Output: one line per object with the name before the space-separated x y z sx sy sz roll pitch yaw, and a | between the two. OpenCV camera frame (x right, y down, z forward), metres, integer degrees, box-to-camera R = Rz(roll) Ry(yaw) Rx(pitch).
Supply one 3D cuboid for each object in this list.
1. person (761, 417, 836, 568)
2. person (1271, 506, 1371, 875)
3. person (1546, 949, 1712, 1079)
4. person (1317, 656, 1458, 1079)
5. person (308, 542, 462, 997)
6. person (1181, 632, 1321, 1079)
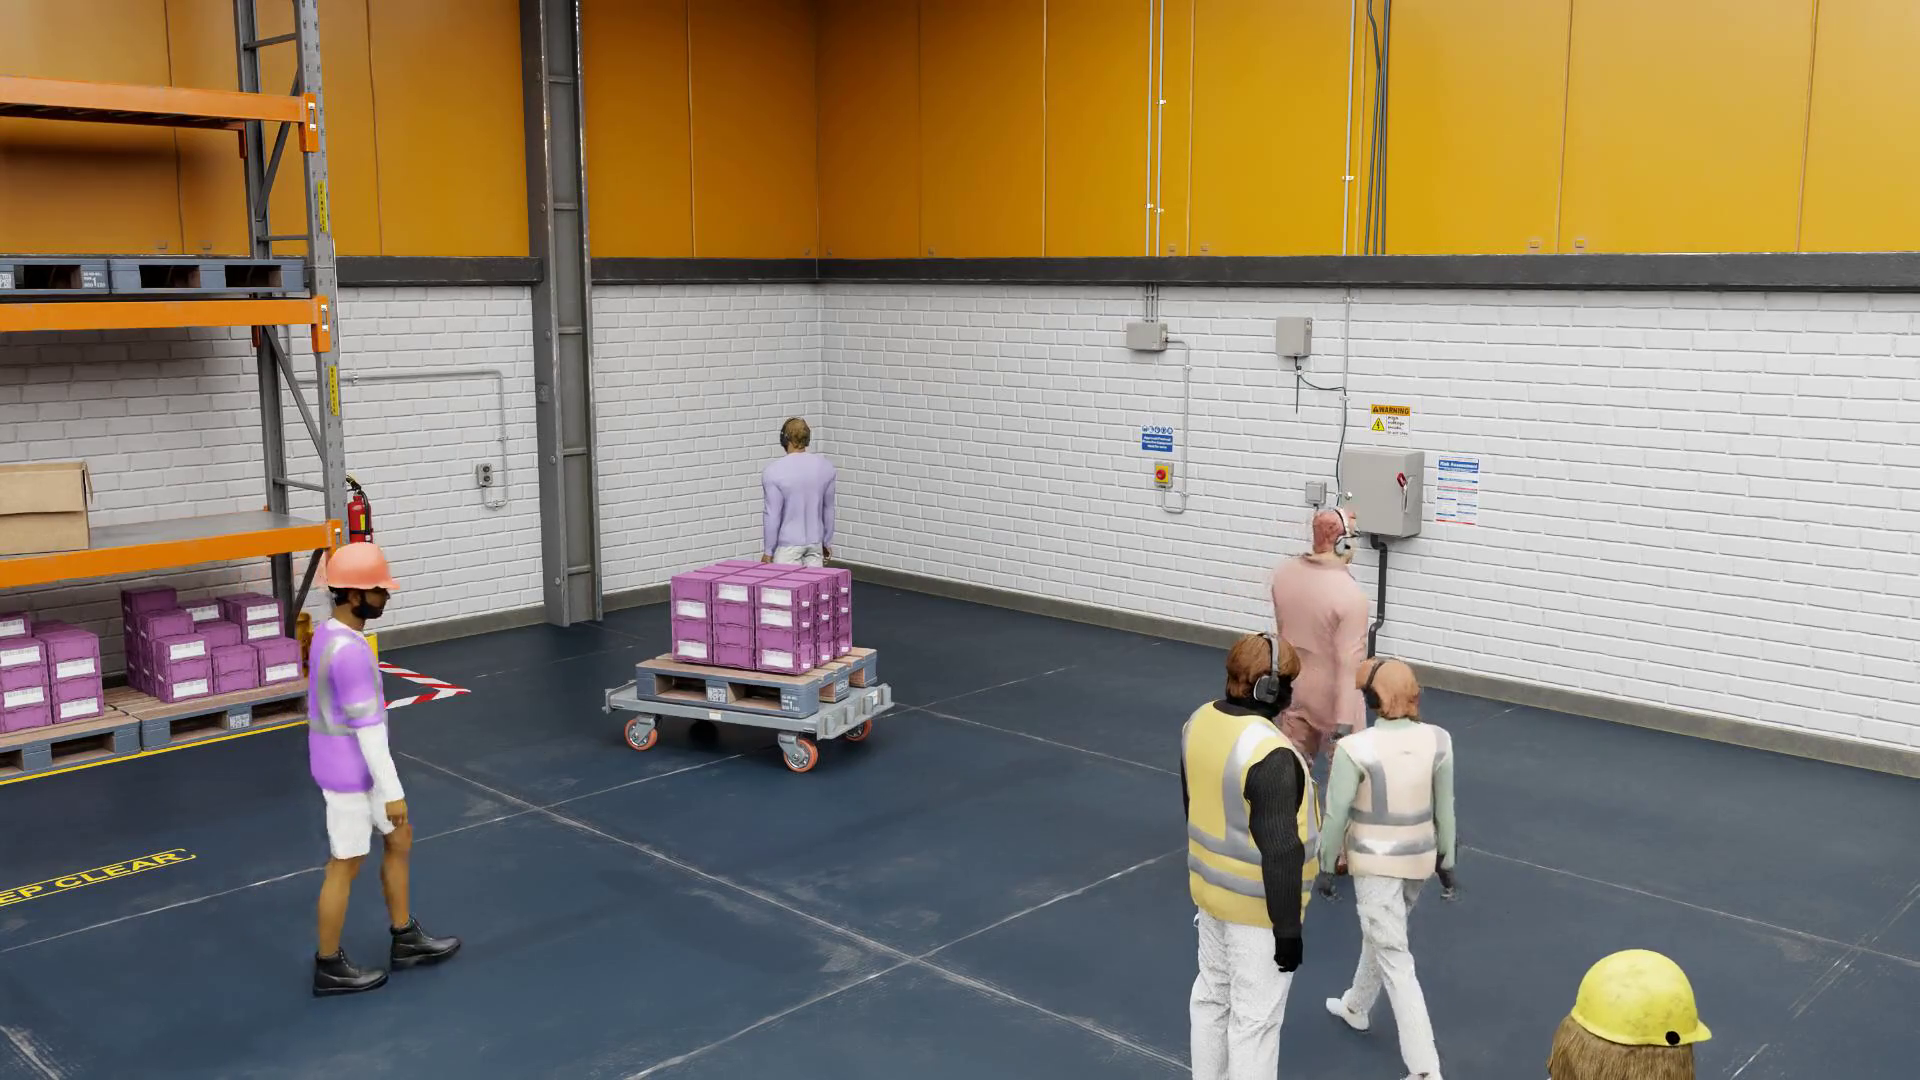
person | -1.214 0.045 12.461 0.637 1.938 0.355 -8 12 -39
person | 1.726 0.768 8.195 0.774 1.889 0.639 -5 11 -30
person | 1.279 1.642 3.272 0.300 1.742 0.486 -2 9 -10
person | 1.625 1.230 6.264 0.521 1.588 0.882 -4 10 -22
person | -2.403 0.954 6.960 0.770 1.910 0.584 -4 10 -25
person | 0.984 1.216 5.595 0.429 1.838 0.621 -3 10 -19
